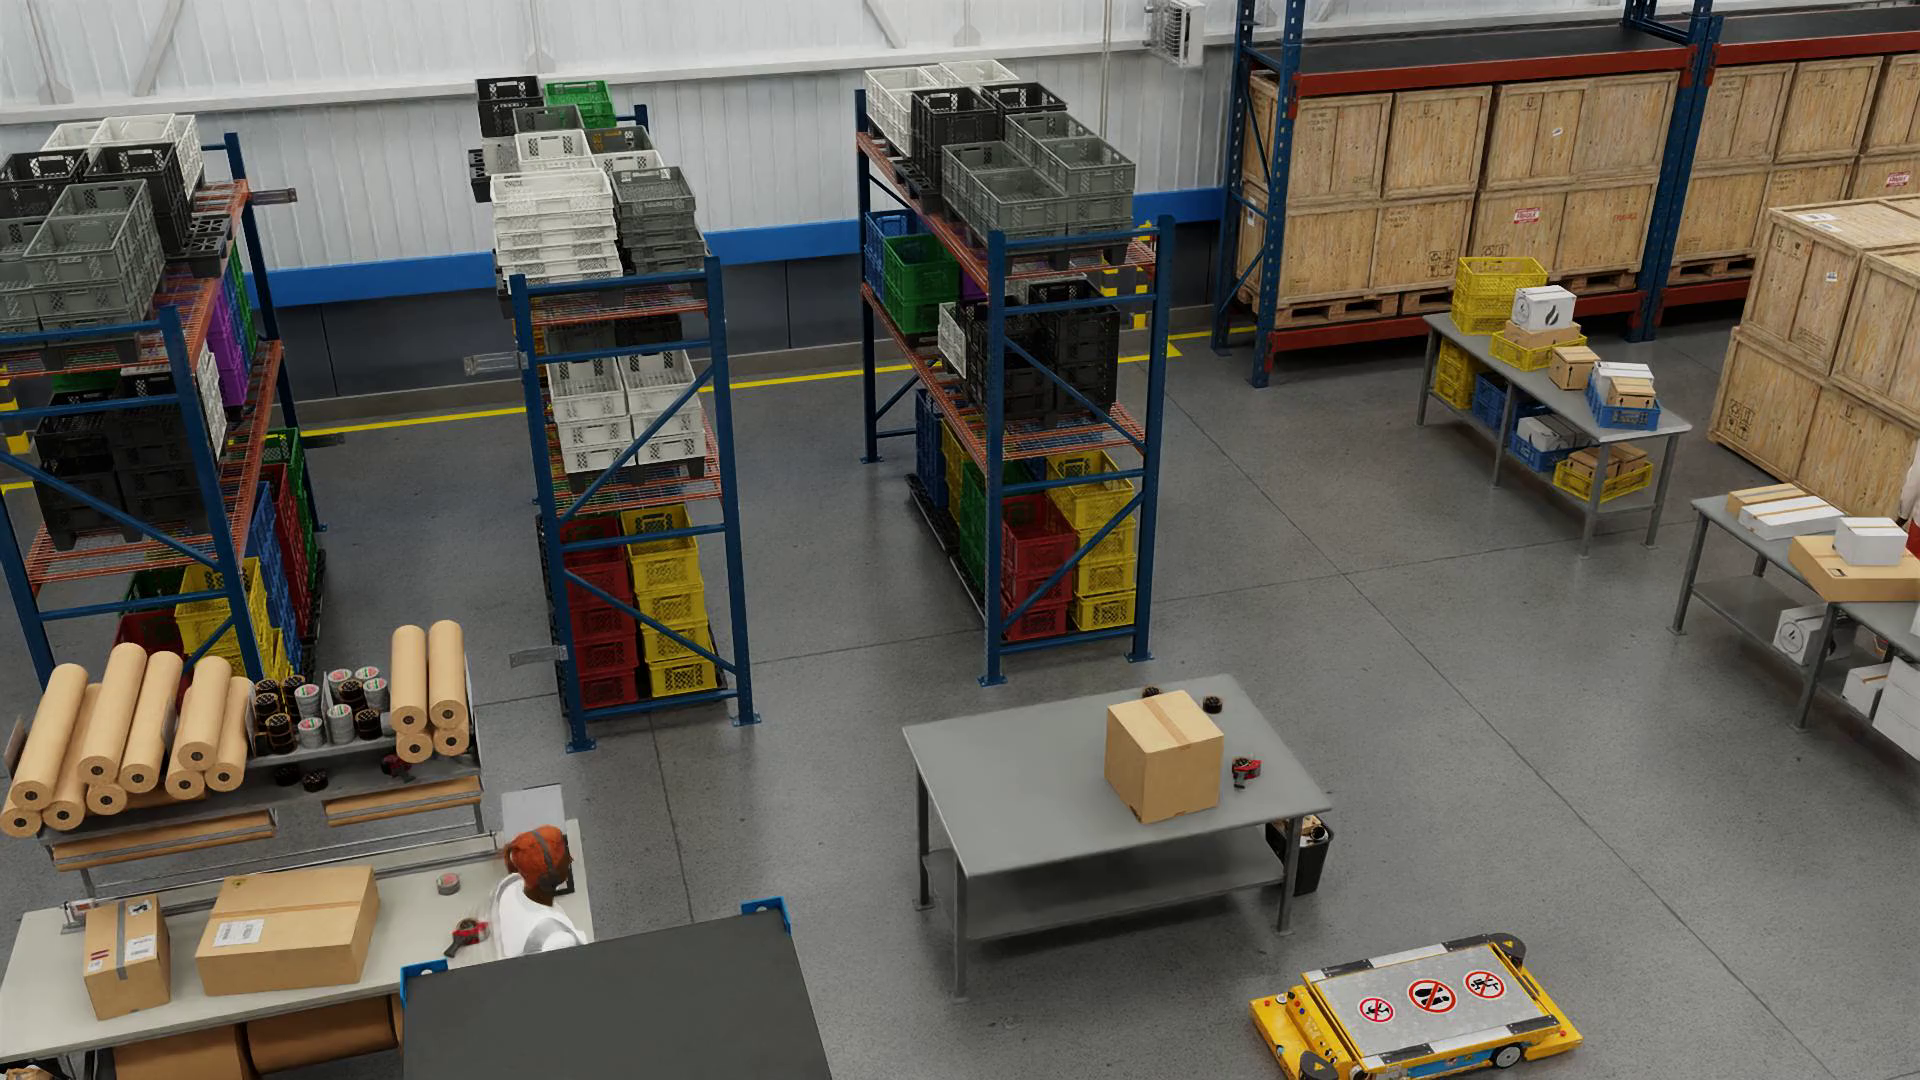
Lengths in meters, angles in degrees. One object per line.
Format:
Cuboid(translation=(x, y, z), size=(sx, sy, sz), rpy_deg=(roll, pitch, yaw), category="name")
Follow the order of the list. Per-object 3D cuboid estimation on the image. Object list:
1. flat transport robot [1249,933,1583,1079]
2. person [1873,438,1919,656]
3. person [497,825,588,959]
Cuboid(translation=(2.184, 2.282, 7.980), size=(1.431, 0.197, 0.652), rpy_deg=(-8, 30, -14), category="flat transport robot")
Cuboid(translation=(6.294, -0.112, 10.576), size=(0.618, 1.994, 0.378), rpy_deg=(18, 33, 29), category="person")
Cuboid(translation=(-1.717, 1.988, 6.885), size=(0.750, 1.861, 0.585), rpy_deg=(-16, 33, -27), category="person")
